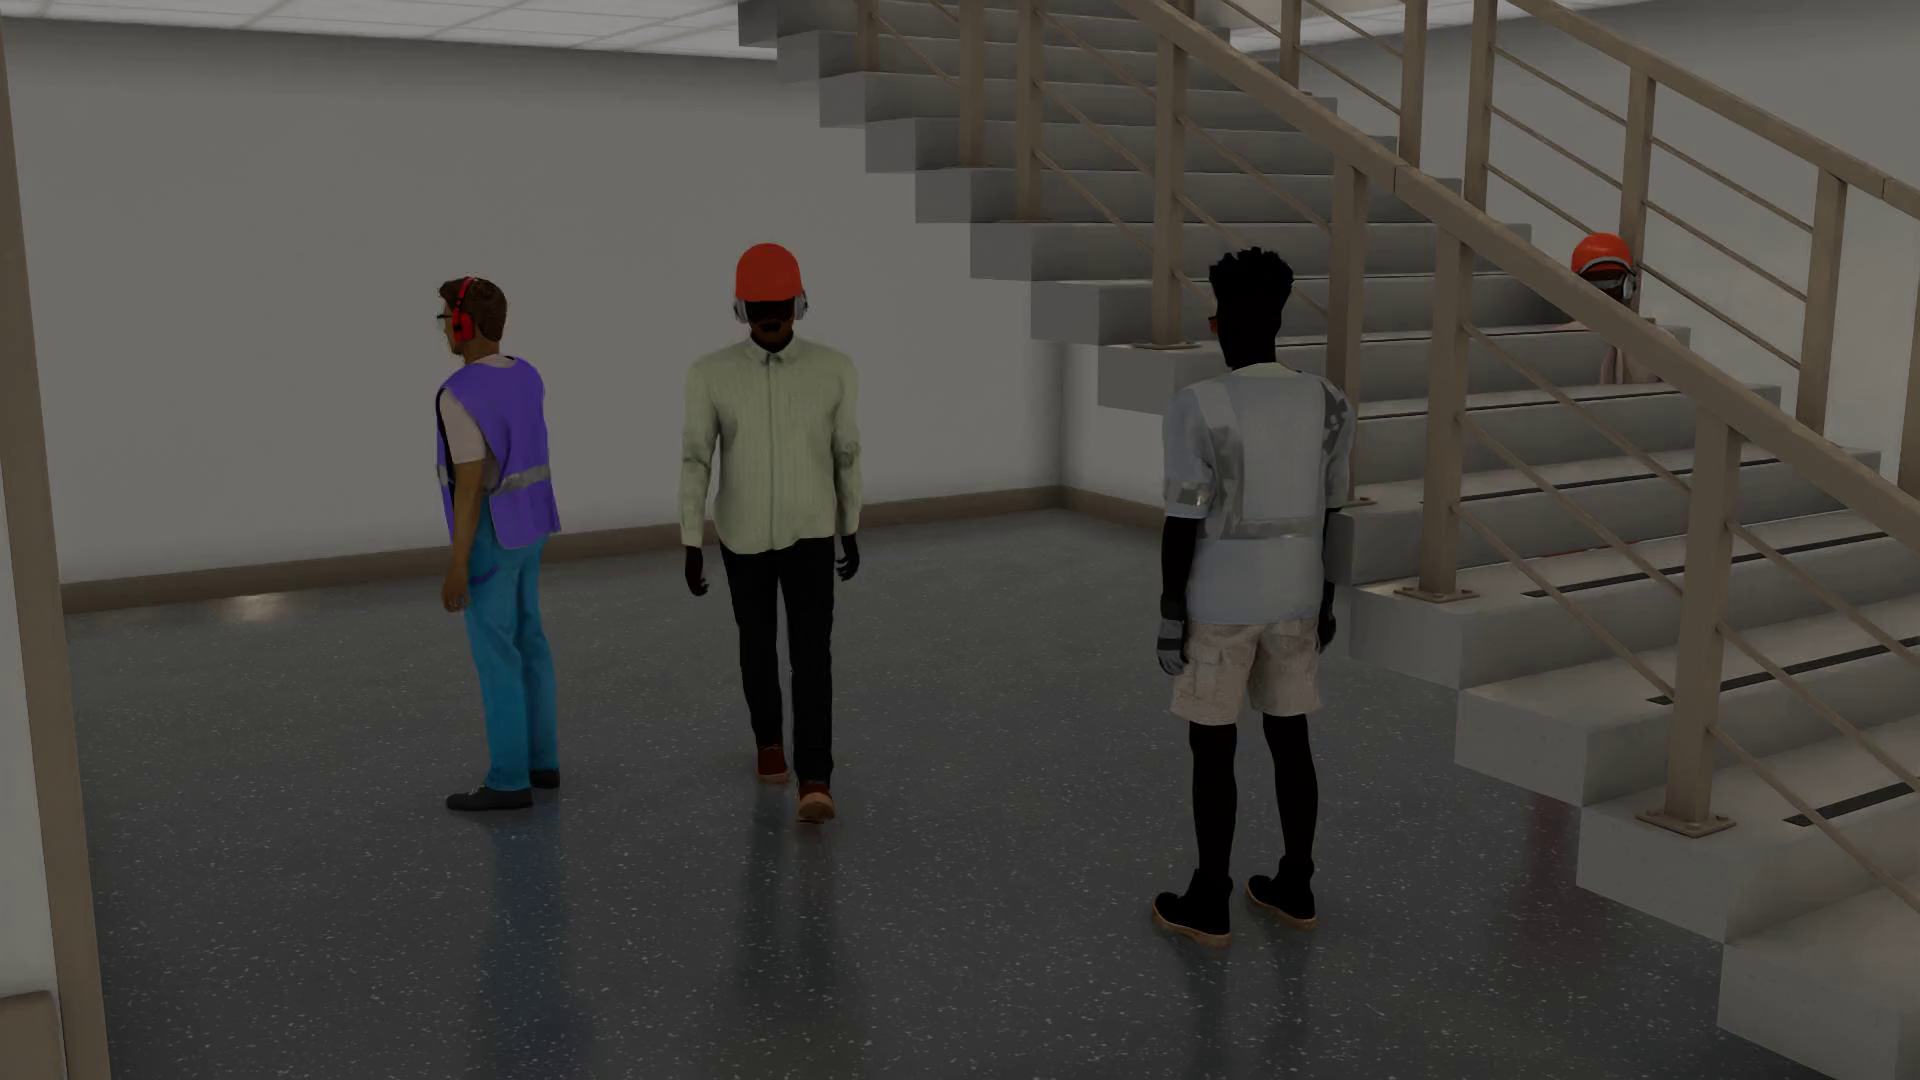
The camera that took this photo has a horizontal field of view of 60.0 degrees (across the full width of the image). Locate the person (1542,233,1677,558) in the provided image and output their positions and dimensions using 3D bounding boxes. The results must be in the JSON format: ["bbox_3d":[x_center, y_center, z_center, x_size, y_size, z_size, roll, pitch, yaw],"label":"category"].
[{"bbox_3d":[2.485,-0.204,6.562,0.616,1.983,0.404,-1,11,-7],"label":"person"}]

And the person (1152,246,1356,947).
[{"bbox_3d":[0.818,0.163,4.703,0.600,1.958,0.366,-5,12,-23],"label":"person"}]

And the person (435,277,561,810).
[{"bbox_3d":[-1.588,0.029,5.750,0.374,1.840,0.593,2,11,12],"label":"person"}]

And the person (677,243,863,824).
[{"bbox_3d":[-0.641,-0.019,5.677,0.642,1.941,1.044,-1,11,-8],"label":"person"}]
